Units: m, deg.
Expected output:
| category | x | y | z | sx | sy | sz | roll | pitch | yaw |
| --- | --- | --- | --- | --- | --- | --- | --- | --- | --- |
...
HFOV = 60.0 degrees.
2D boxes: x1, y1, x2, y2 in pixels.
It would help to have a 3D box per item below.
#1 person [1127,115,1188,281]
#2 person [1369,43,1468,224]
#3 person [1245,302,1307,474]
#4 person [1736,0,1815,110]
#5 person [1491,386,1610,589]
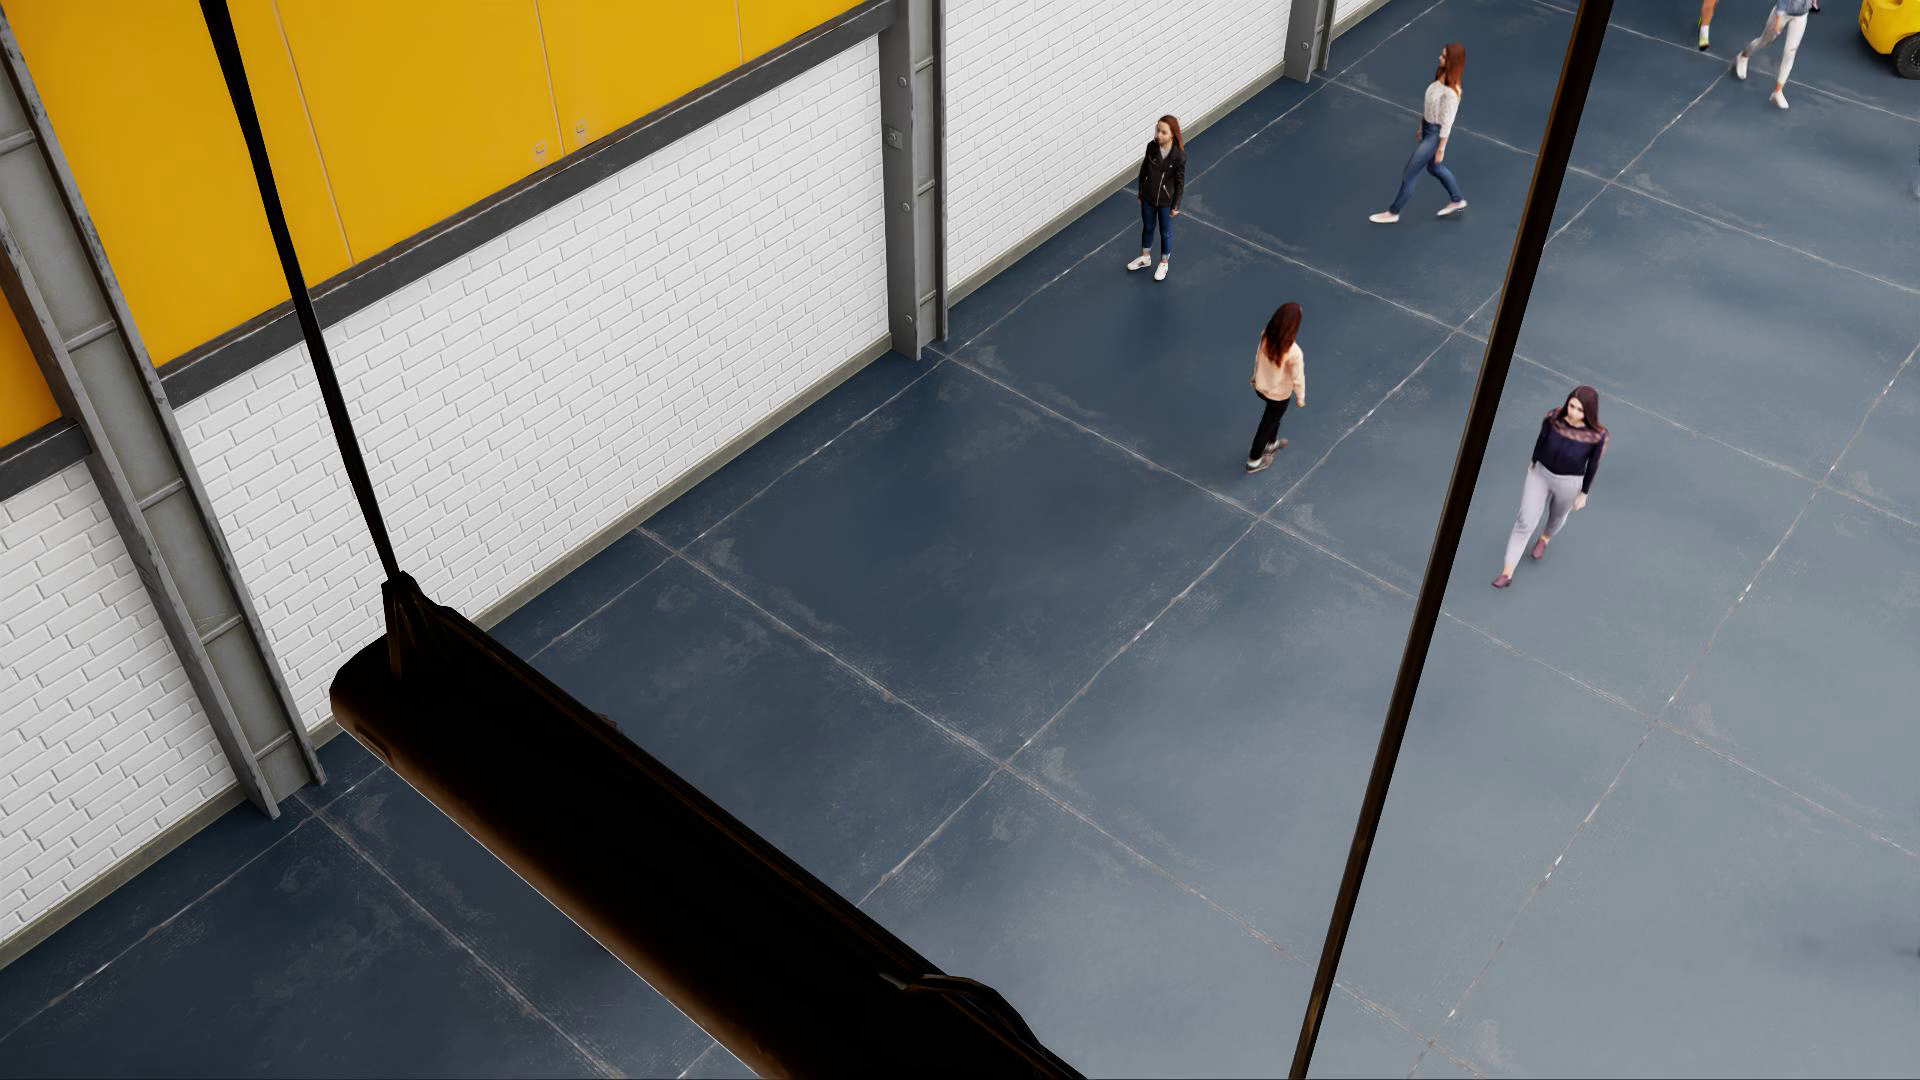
| category | x | y | z | sx | sy | sz | roll | pitch | yaw |
| --- | --- | --- | --- | --- | --- | --- | --- | --- | --- |
| person | 1.677 | -2.888 | 13.931 | 0.573 | 1.484 | 0.532 | 26 | 49 | 24 |
| person | 4.188 | -3.490 | 14.409 | 1.068 | 1.695 | 1.101 | 4 | 44 | 4 |
| person | 2.224 | -1.074 | 12.034 | 0.776 | 1.474 | 0.707 | -21 | 48 | -21 |
| person | 7.993 | -5.128 | 16.148 | 1.096 | 1.669 | 1.166 | -3 | 44 | -3 |
| person | 4.071 | -0.413 | 11.275 | 0.648 | 1.564 | 1.034 | 27 | 50 | 26 |
